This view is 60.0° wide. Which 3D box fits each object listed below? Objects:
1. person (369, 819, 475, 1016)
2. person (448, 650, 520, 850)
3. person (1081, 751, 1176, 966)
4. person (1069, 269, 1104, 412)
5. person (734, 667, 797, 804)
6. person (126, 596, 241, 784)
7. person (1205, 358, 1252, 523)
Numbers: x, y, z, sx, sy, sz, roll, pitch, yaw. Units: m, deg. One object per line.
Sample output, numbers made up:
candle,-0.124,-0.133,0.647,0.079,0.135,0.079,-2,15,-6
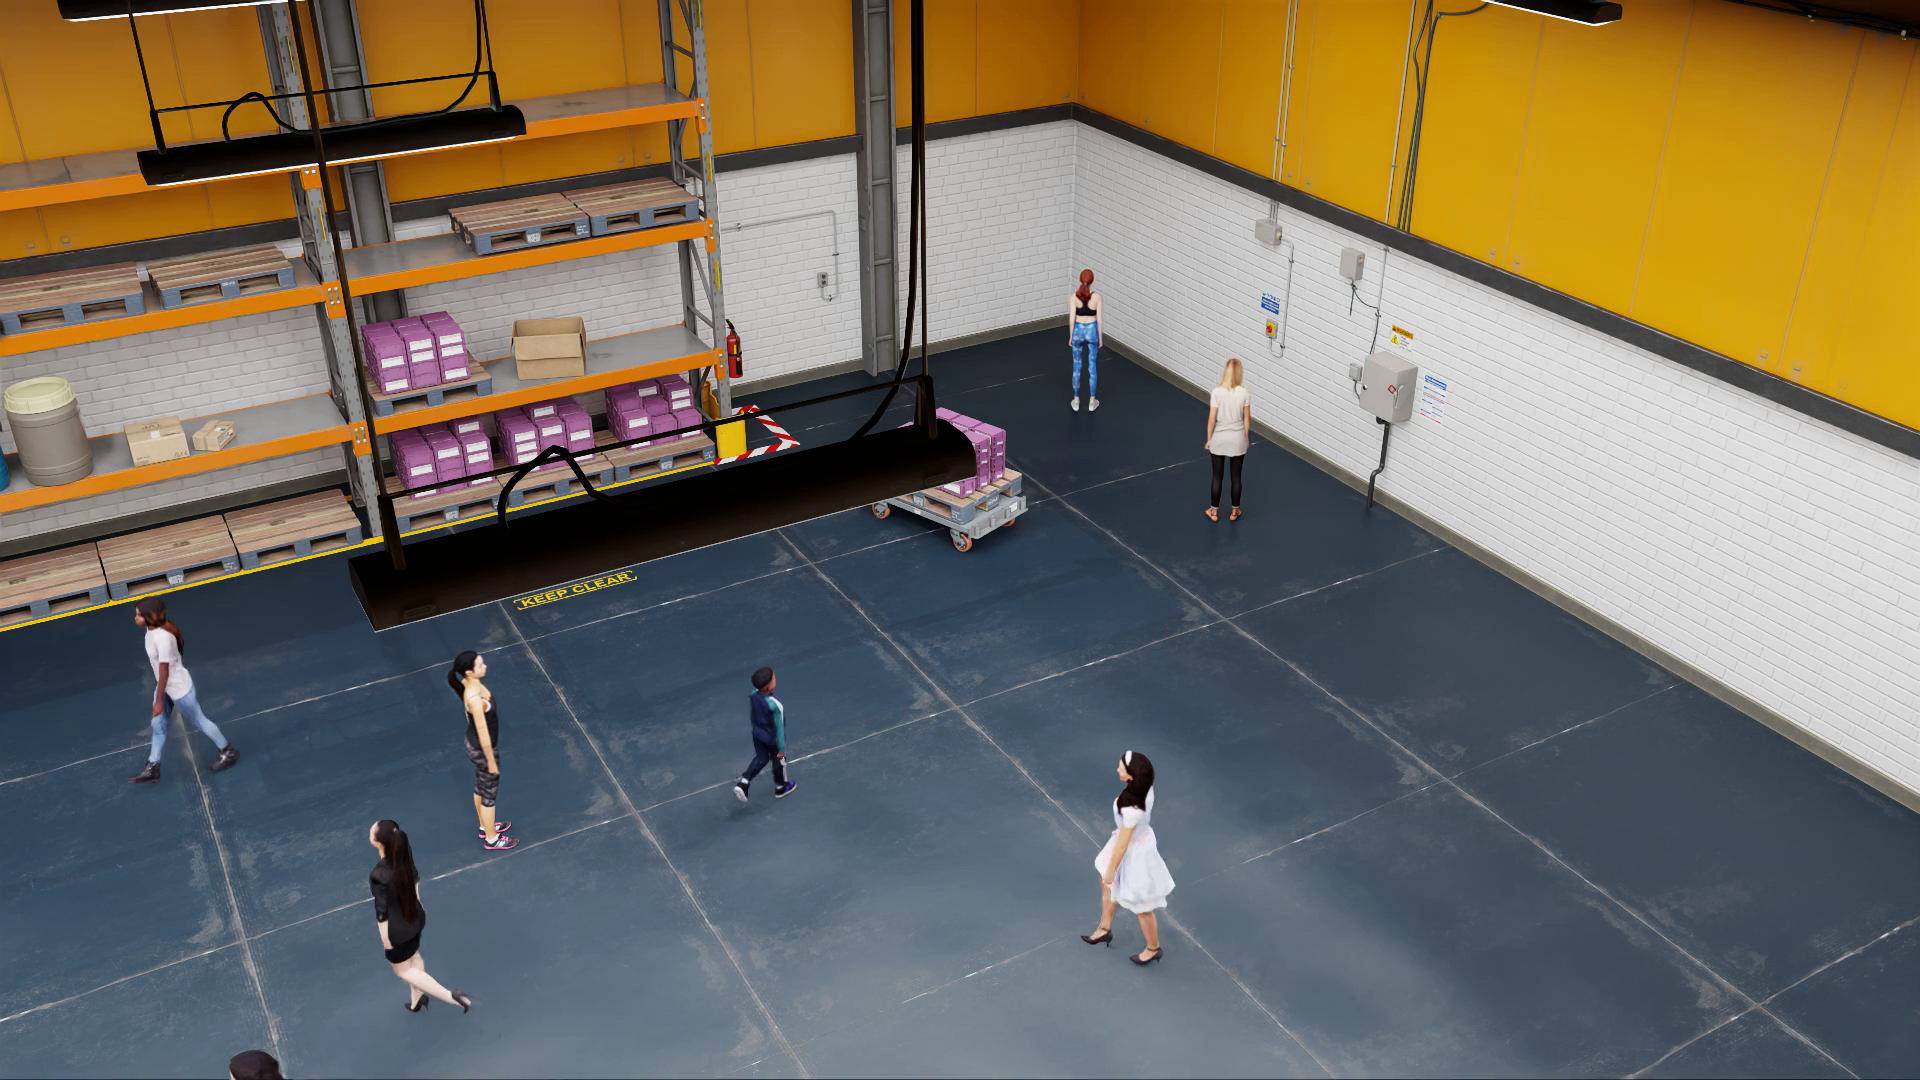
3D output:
person,-3.615,2.565,11.033,0.953,1.683,0.893,8,30,14
person,-3.671,1.596,12.760,0.553,1.729,0.582,-12,31,-21
person,1.296,2.250,11.498,1.018,1.791,0.963,8,30,13
person,1.512,-2.414,20.055,0.675,1.784,0.747,3,29,6
person,-1.583,1.580,13.298,0.640,1.243,0.842,25,37,38
person,-6.296,1.199,13.534,1.145,1.685,0.754,-24,37,-37
person,2.822,-1.037,17.490,0.654,1.821,0.753,2,29,4
